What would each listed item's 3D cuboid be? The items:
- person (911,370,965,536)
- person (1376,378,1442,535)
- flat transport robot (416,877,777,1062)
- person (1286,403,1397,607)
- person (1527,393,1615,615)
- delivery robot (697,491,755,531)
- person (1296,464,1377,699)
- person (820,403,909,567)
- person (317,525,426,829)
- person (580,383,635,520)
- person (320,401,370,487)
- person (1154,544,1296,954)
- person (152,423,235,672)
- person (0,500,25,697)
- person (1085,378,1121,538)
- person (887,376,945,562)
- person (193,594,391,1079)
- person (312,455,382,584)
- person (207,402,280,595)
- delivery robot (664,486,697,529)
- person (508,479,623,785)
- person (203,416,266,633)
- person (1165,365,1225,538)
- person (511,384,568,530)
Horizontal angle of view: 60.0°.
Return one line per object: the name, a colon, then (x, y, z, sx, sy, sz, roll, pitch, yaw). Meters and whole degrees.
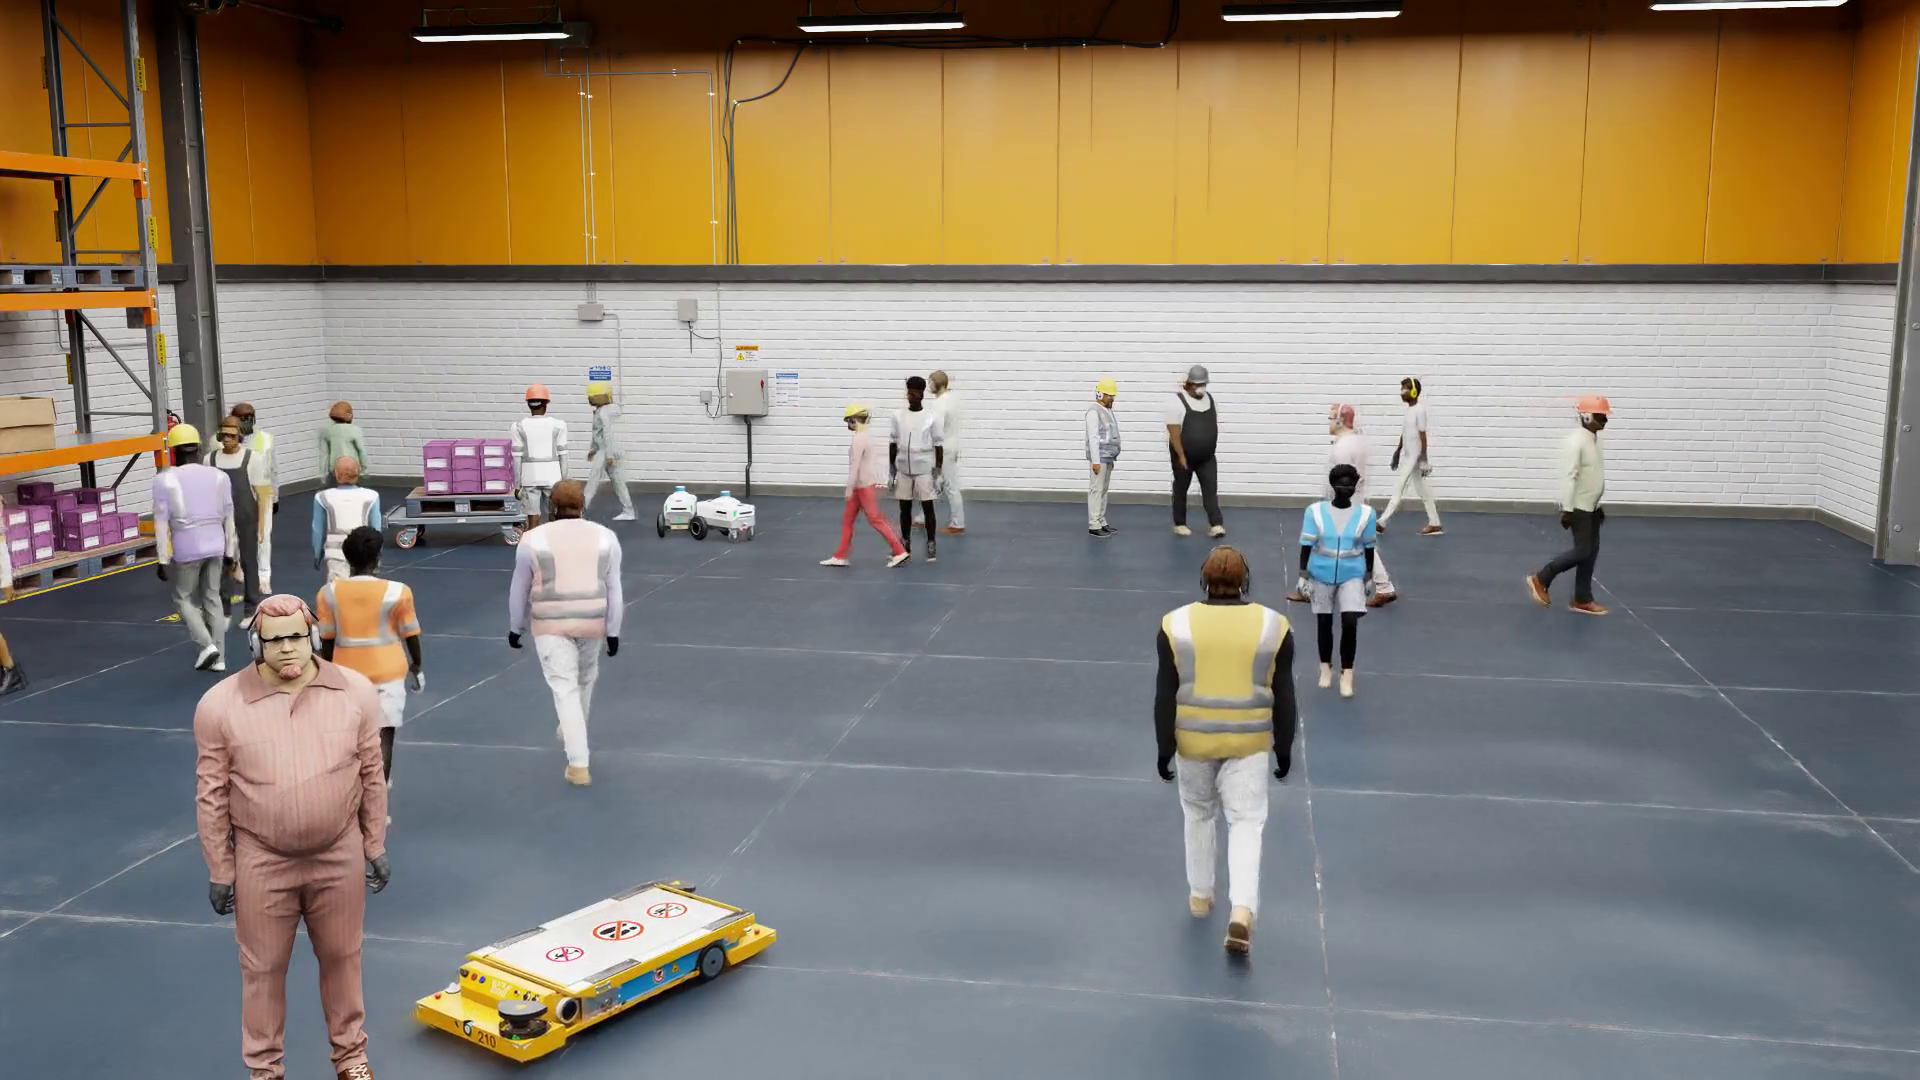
person: (-0.333, -0.994, 19.134, 0.885, 1.906, 0.661, 2, 9, 10)
person: (5.135, -0.951, 19.161, 0.986, 1.814, 0.557, 0, 9, 2)
flat transport robot: (-1.501, 1.773, 7.045, 0.652, 0.197, 1.431, 7, 11, 36)
person: (3.527, -0.311, 15.086, 0.991, 1.860, 0.646, 6, 11, 31)
person: (5.474, -0.320, 14.759, 0.583, 1.973, 0.622, 7, 12, 38)
delivery robot: (-2.648, -0.310, 18.800, 0.707, 0.478, 0.477, 8, 12, 41)
person: (2.689, 0.289, 11.900, 0.554, 1.668, 0.667, 2, 9, 14)
person: (-0.958, -0.558, 17.055, 0.905, 1.699, 0.551, 0, 9, 2)
person: (-3.247, 0.738, 9.201, 0.539, 1.650, 0.849, 0, 9, 0)
person: (-4.397, -1.058, 20.199, 0.906, 1.692, 0.502, -2, 9, -12)
person: (-6.950, -0.764, 18.678, 0.491, 1.594, 0.786, 2, 9, 11)
person: (1.198, 0.928, 7.542, 0.635, 1.816, 0.865, 1, 9, 7)
person: (-5.778, 0.076, 12.539, 0.503, 1.899, 0.650, 7, 11, 36)
person: (-6.918, 0.245, 11.548, 0.570, 1.880, 1.013, 2, 9, 14)
person: (1.646, -0.944, 19.104, 0.403, 1.822, 0.589, 4, 10, 21)
person: (-0.465, -0.743, 17.460, 0.651, 1.954, 0.375, 3, 10, 20)
person: (-2.366, 1.133, 5.956, 0.646, 1.908, 0.408, -6, 11, -31)
person: (-4.794, 0.139, 13.038, 0.522, 1.610, 0.763, -4, 10, -23)
person: (-6.790, -0.411, 15.803, 0.630, 1.817, 0.835, -6, 11, -32)
delivery robot: (-3.230, -0.381, 19.239, 0.477, 0.478, 0.707, -1, 9, -5)
person: (-2.394, 0.525, 10.080, 0.636, 1.792, 0.957, -5, 11, -30)
person: (-6.093, -0.128, 13.999, 0.521, 1.825, 0.540, -1, 9, -7)
person: (2.695, -1.022, 18.910, 0.696, 2.000, 0.970, -3, 10, -19)
person: (-4.172, -0.585, 16.548, 0.546, 1.928, 0.385, -3, 10, -16)
